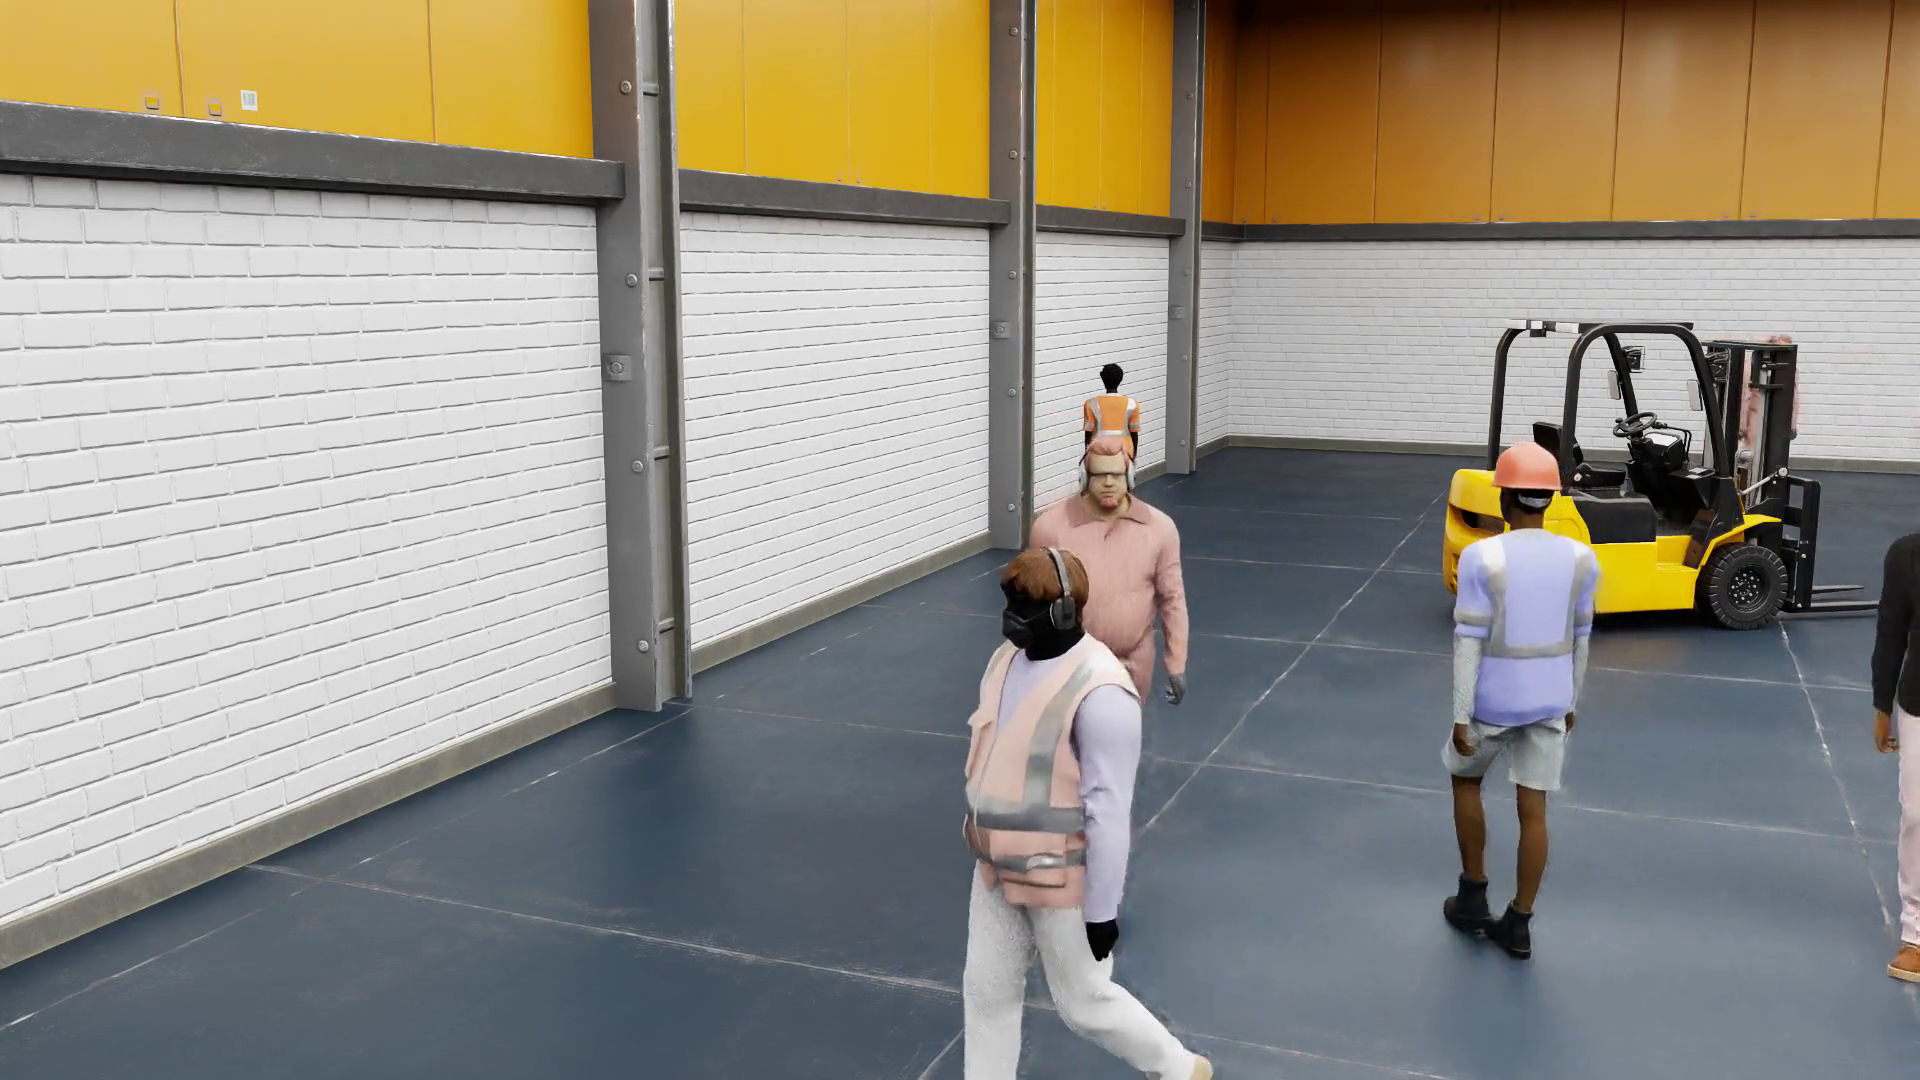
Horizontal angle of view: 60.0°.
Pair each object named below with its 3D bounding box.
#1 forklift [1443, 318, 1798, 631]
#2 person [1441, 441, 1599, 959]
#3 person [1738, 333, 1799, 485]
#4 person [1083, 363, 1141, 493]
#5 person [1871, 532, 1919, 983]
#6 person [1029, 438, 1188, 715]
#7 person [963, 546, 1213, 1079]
[{"bbox_3d":[4.706,-0.497,11.990,2.313,2.155,1.214,-2,10,-10],"label":"forklift"},{"bbox_3d":[2.078,0.583,6.284,0.560,1.913,0.640,-1,9,-5],"label":"person"},{"bbox_3d":[8.344,-1.212,17.283,0.713,1.877,0.558,-2,10,-13],"label":"person"},{"bbox_3d":[1.369,-0.751,15.063,0.530,1.690,0.321,-1,9,-5],"label":"person"},{"bbox_3d":[3.642,0.598,6.015,0.634,1.975,0.616,9,13,42],"label":"person"},{"bbox_3d":[0.624,0.492,7.023,0.666,1.853,0.991,-1,9,-4],"label":"person"},{"bbox_3d":[0.306,0.905,4.657,0.836,1.817,0.632,-5,11,-28],"label":"person"}]
